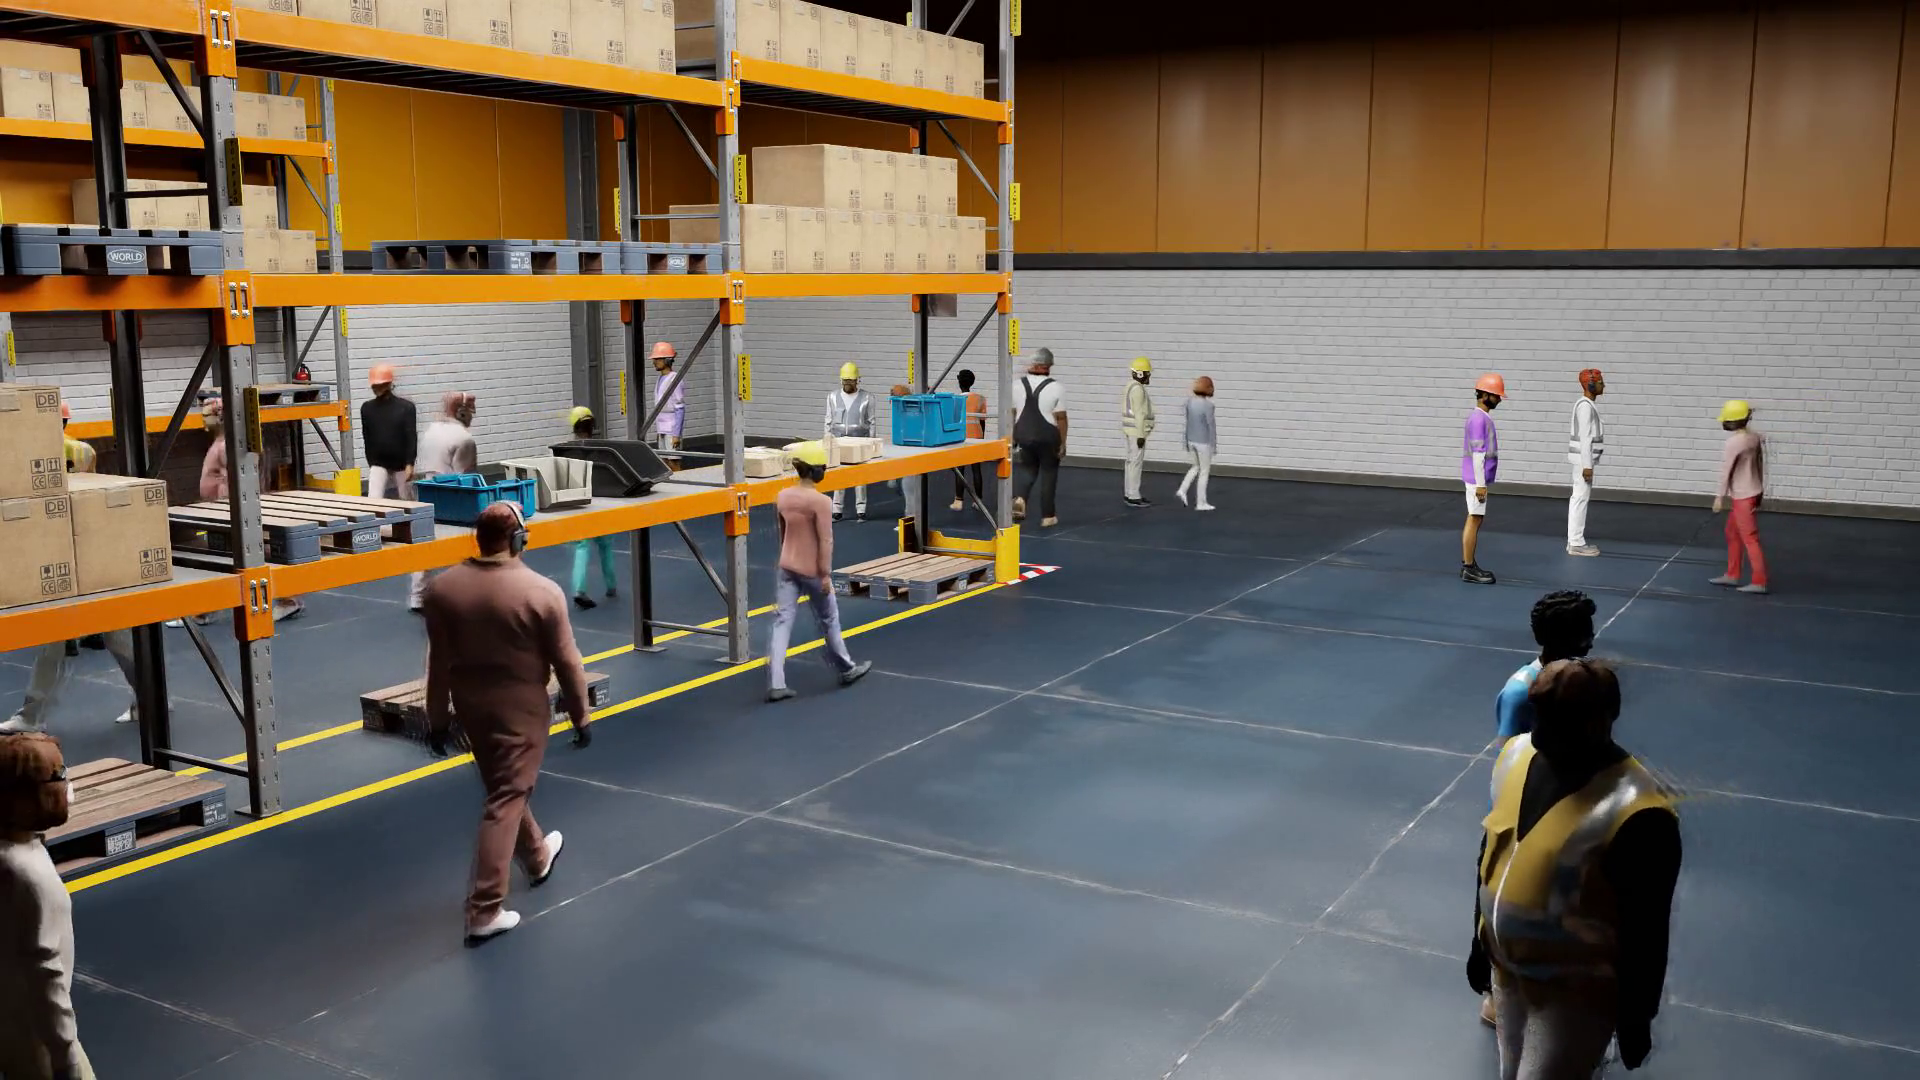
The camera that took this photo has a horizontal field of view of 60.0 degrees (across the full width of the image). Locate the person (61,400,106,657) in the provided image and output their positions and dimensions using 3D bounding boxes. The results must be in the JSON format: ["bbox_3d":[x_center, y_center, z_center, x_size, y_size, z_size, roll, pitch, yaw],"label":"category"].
[{"bbox_3d":[-6.686,-0.102,12.381,0.376,1.935,0.550,5,10,26],"label":"person"}]

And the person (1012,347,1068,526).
[{"bbox_3d":[0.901,-1.163,18.681,0.695,2.000,0.625,4,10,26],"label":"person"}]

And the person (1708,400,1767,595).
[{"bbox_3d":[6.917,-0.383,14.782,0.553,1.725,0.643,-9,13,-44],"label":"person"}]

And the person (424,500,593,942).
[{"bbox_3d":[-1.950,0.744,7.342,0.676,1.850,0.994,3,9,16],"label":"person"}]

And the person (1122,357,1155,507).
[{"bbox_3d":[2.185,-1.327,20.363,0.404,1.827,0.600,0,9,-3],"label":"person"}]

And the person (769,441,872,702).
[{"bbox_3d":[-0.987,0.194,11.184,0.540,1.720,0.894,7,11,37],"label":"person"}]

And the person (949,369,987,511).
[{"bbox_3d":[0.073,-1.195,19.954,0.532,1.696,0.319,-4,10,-24],"label":"person"}]

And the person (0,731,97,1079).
[{"bbox_3d":[-2.501,1.312,4.518,0.357,1.622,0.524,-8,12,-39],"label":"person"}]

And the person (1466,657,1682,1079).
[{"bbox_3d":[1.735,1.198,4.638,0.778,1.821,0.625,-3,10,-17],"label":"person"}]

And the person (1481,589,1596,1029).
[{"bbox_3d":[2.170,1.009,6.209,0.538,1.692,0.320,-8,12,-40],"label":"person"}]

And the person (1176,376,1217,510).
[{"bbox_3d":[2.848,-1.157,19.902,0.419,1.622,0.519,-5,10,-27],"label":"person"}]

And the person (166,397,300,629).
[{"bbox_3d":[-5.862,-0.221,13.391,0.989,1.860,0.655,-6,11,-34],"label":"person"}]

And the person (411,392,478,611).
[{"bbox_3d":[-4.276,-0.321,14.058,0.728,1.843,0.952,8,12,39],"label":"person"}]

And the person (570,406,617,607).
[{"bbox_3d":[-3.183,-0.292,14.302,0.577,1.700,0.898,0,9,2],"label":"person"}]

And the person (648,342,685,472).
[{"bbox_3d":[-3.437,-1.291,19.471,0.391,2.040,0.614,-5,11,-30],"label":"person"}]

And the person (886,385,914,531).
[{"bbox_3d":[-0.601,-0.912,18.426,0.388,1.623,0.512,-6,11,-34],"label":"person"}]

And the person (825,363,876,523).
[{"bbox_3d":[-1.257,-1.103,18.964,0.587,1.830,0.403,1,9,5],"label":"person"}]

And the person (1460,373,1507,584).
[{"bbox_3d":[4.803,-0.565,15.297,0.369,1.929,0.542,3,9,16],"label":"person"}]

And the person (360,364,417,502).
[{"bbox_3d":[-5.637,-0.739,16.348,0.612,1.940,1.022,1,9,5],"label":"person"}]

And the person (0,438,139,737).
[{"bbox_3d":[-5.474,0.278,10.261,0.591,1.863,1.037,6,11,34],"label":"person"}]

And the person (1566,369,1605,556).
[{"bbox_3d":[6.334,-0.786,16.817,0.352,1.884,0.580,3,10,18],"label":"person"}]
